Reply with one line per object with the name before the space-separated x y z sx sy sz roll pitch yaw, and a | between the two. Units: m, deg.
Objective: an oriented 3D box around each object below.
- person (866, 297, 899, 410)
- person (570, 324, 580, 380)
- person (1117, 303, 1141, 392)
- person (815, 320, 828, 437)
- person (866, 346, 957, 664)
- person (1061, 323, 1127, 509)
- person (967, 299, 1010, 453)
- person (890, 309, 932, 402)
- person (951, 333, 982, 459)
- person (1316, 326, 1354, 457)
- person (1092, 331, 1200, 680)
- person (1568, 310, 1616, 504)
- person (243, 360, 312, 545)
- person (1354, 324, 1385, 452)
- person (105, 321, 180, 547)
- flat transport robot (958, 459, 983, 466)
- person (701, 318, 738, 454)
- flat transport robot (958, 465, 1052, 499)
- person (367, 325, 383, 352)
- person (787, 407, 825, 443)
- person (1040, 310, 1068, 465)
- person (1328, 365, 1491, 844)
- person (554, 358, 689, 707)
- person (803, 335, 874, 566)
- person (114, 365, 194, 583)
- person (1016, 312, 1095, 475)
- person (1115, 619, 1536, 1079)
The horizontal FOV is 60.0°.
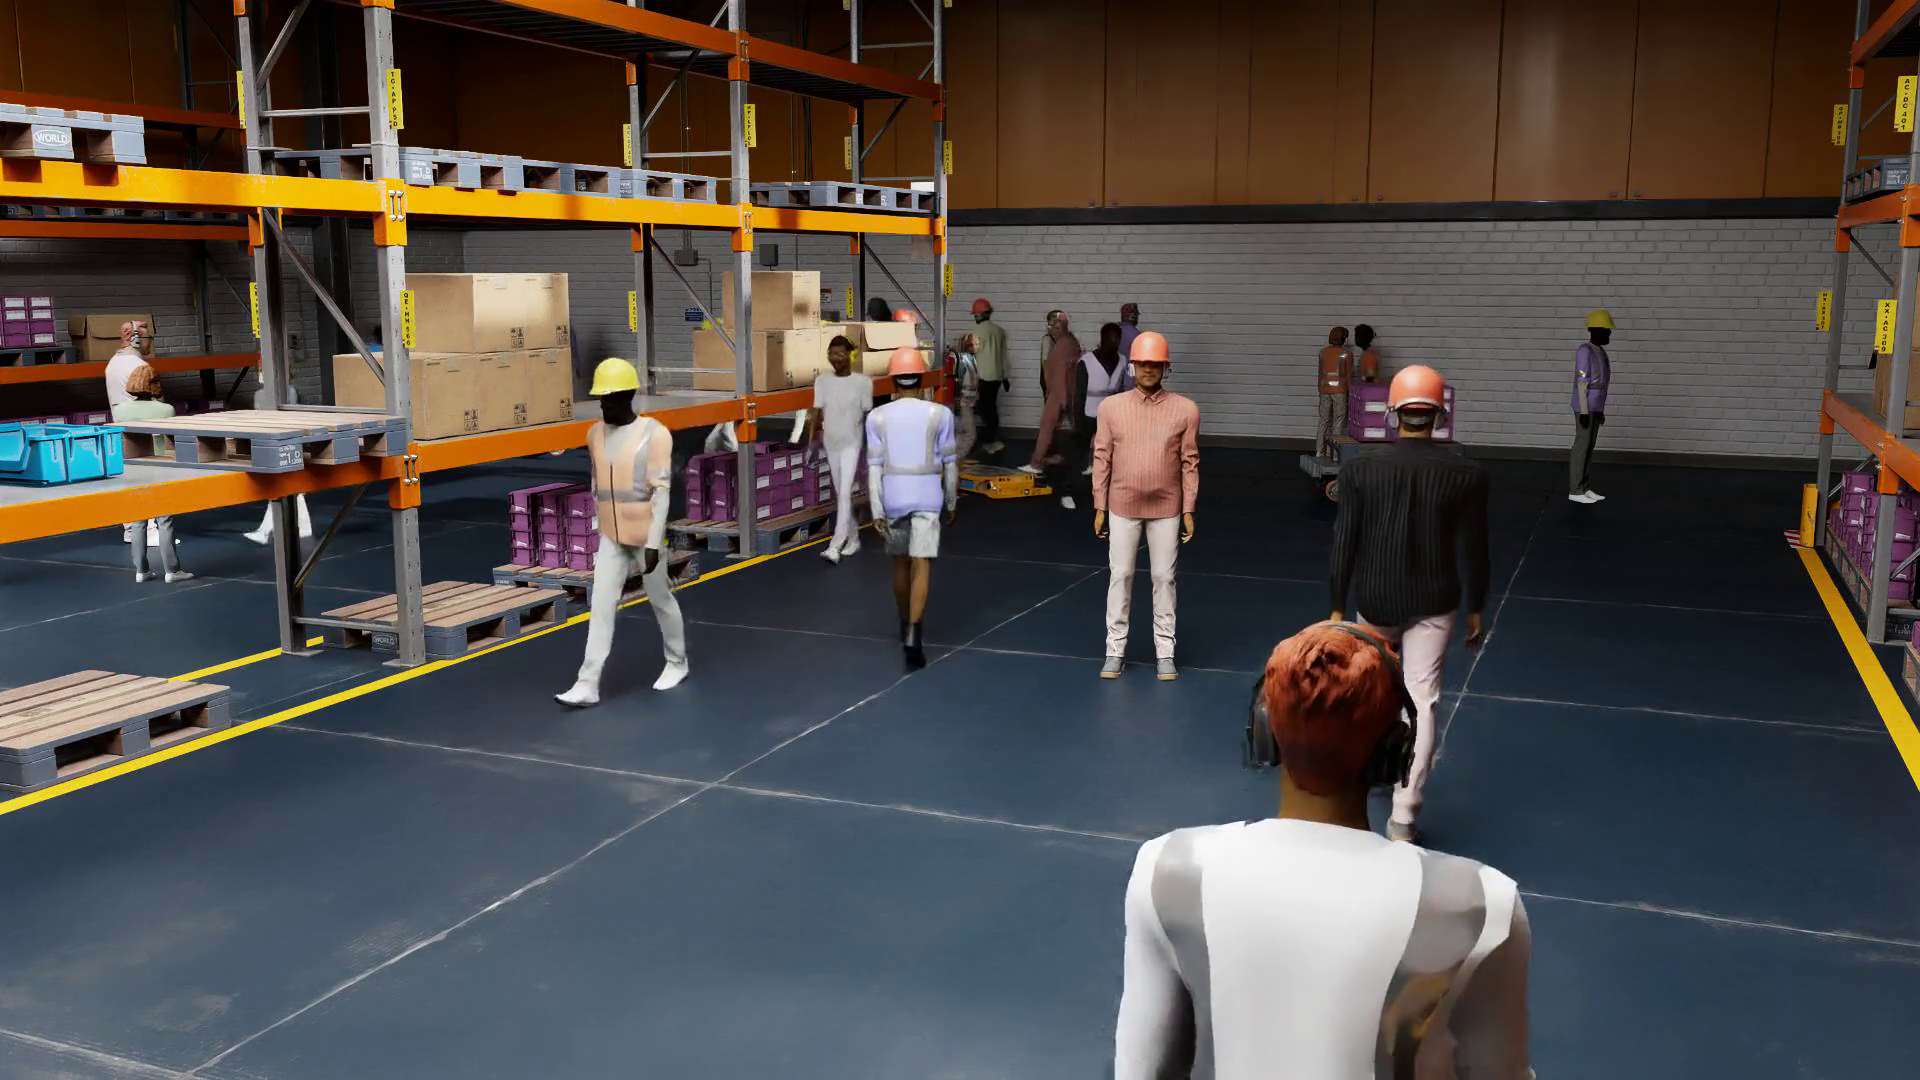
person | -0.877 -2.065 20.756 0.700 2.000 0.850 -6 11 -33
person | -5.765 -2.486 23.798 0.672 1.896 0.927 1 9 8
person | 2.099 -2.000 20.766 0.399 1.909 0.642 -5 11 -28
person | -1.610 -1.683 19.362 0.643 1.733 0.563 -2 10 -14
person | -0.307 -0.223 10.068 0.540 1.895 1.001 1 9 8
person | 1.354 -1.171 15.976 0.596 1.829 1.101 -6 11 -32
person | 0.397 -2.069 21.106 0.634 1.955 0.759 -8 12 -39
person | -0.528 -1.692 19.004 1.031 1.884 0.554 -7 12 -38
person | 0.064 -1.491 18.537 0.365 1.621 0.538 2 10 13
person | 4.579 -1.788 20.323 0.311 1.633 0.519 -8 12 -41
person | 1.059 -0.190 9.524 0.611 1.997 0.375 1 9 7
person | 6.340 -1.337 16.686 0.374 1.928 0.584 7 12 36
person | -5.861 -0.753 14.147 0.534 1.590 0.842 5 11 29
person | 4.875 -1.738 19.904 0.552 1.654 0.533 0 9 1
person | -6.916 -0.894 14.068 0.651 1.906 0.403 8 13 42
flat transport robot | -0.370 -0.830 18.624 0.652 0.197 1.431 -6 11 -33
person | -2.698 -1.496 18.036 0.791 1.796 0.620 -4 10 -25
flat transport robot | 0.281 -0.624 17.374 0.652 0.197 1.431 -6 11 -33
person | -7.252 -1.860 20.732 0.589 1.640 0.853 2 10 10
person | -1.929 -1.845 20.077 0.934 1.826 0.532 -3 10 -19
person | 1.131 -1.826 19.898 0.331 1.844 0.521 4 10 21
person | 1.899 0.241 7.043 0.655 1.945 1.016 3 10 15
person | -1.800 -0.045 9.017 0.603 1.874 0.995 5 11 27
person | -0.954 -0.720 13.302 0.505 1.814 1.015 3 10 18
person | -6.042 -0.490 12.440 0.500 1.633 0.279 1 9 5
person | 1.185 -1.642 18.784 1.023 1.856 0.646 5 11 27
person | 0.544 1.038 2.481 0.581 1.868 0.430 5 11 28
